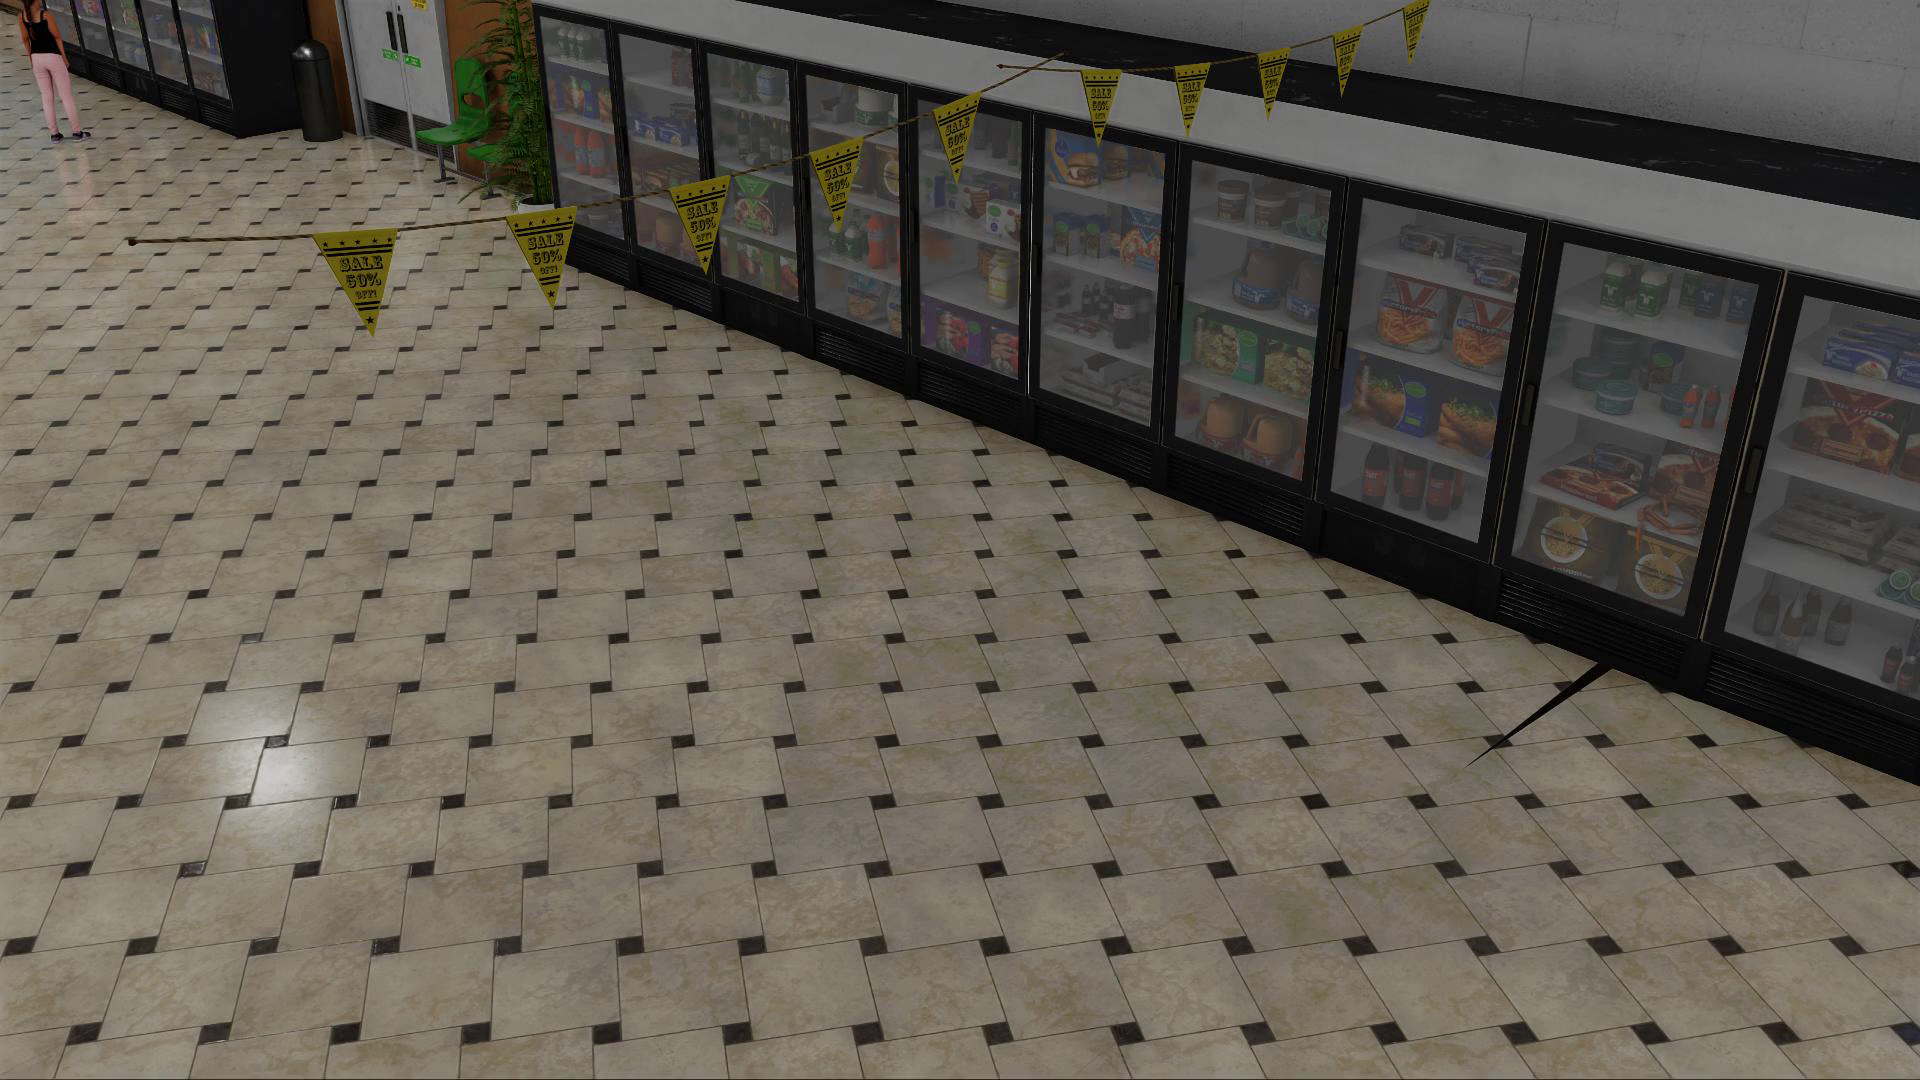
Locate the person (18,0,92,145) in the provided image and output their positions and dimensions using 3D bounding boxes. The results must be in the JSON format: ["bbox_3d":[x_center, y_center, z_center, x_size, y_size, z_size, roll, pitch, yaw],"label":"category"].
[{"bbox_3d":[-9.096,-4.763,16.597,0.604,1.566,0.677,-3,27,-6],"label":"person"}]
